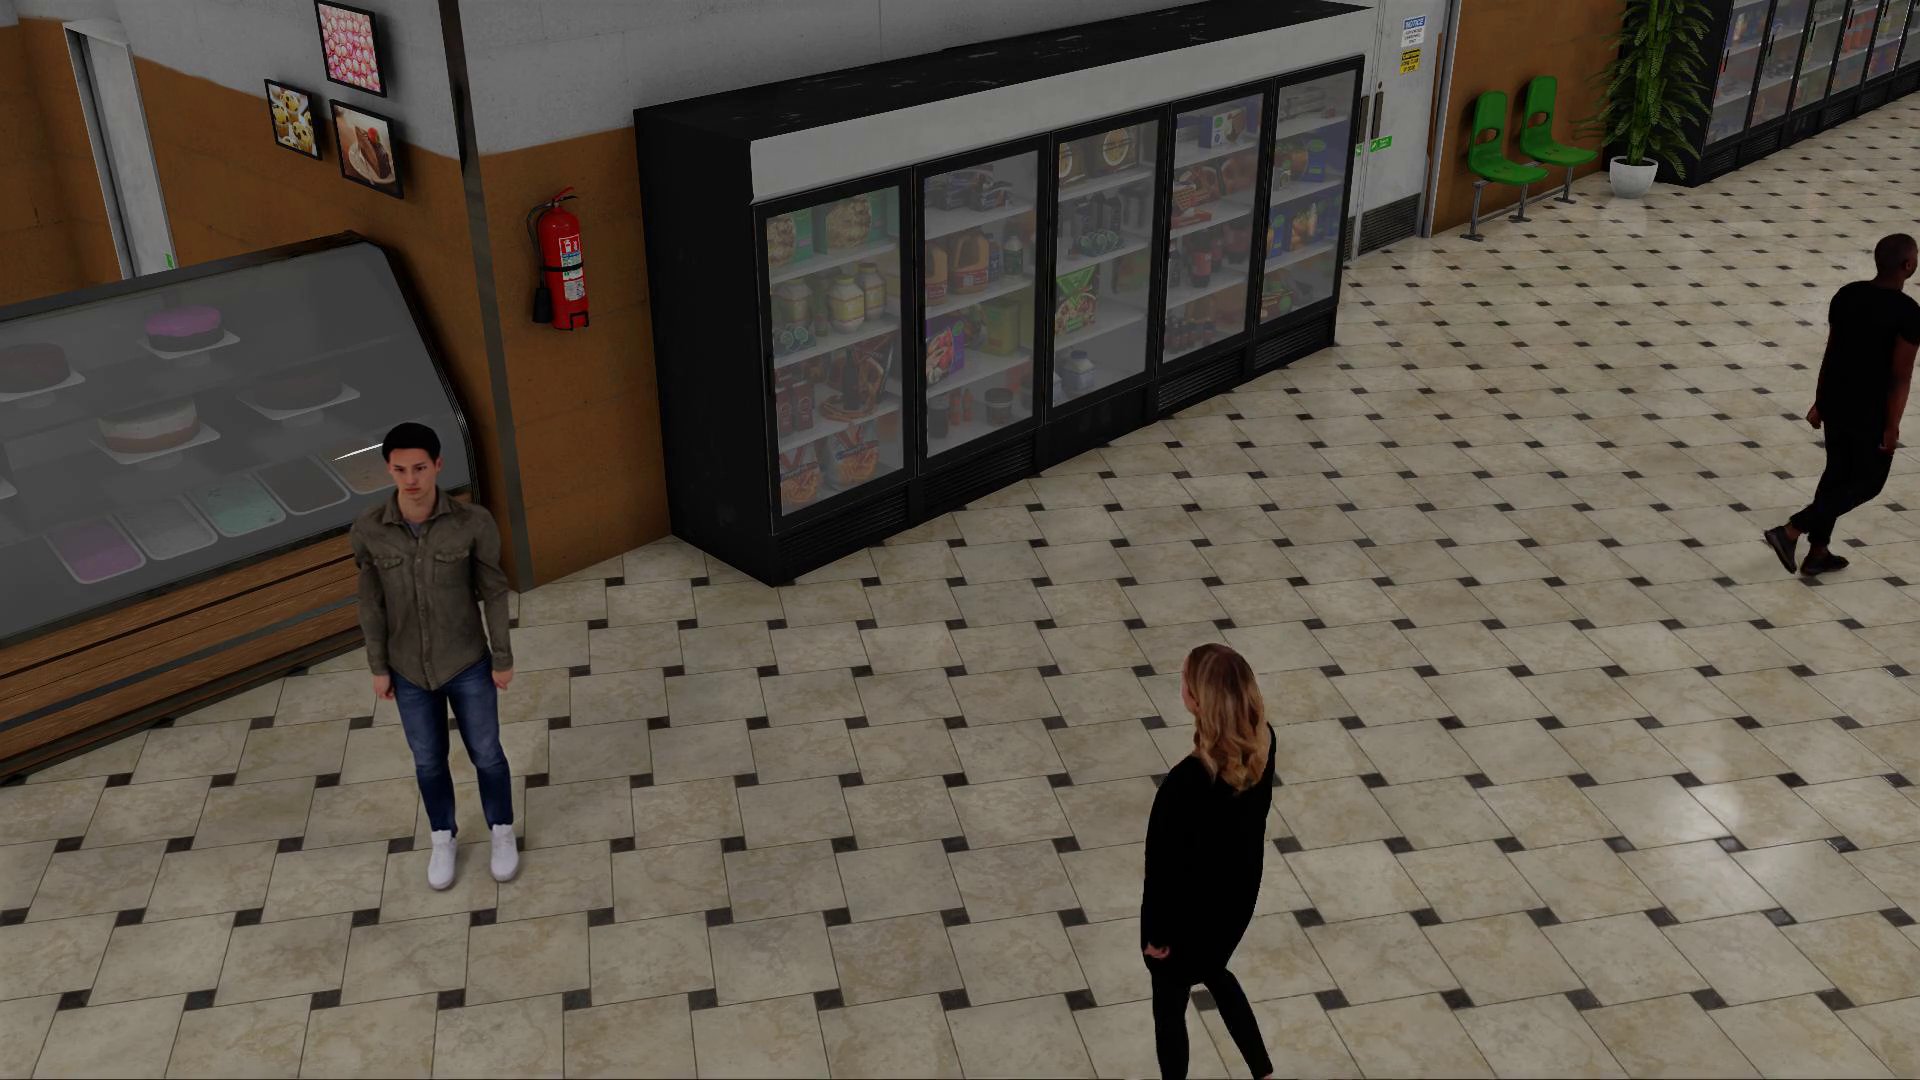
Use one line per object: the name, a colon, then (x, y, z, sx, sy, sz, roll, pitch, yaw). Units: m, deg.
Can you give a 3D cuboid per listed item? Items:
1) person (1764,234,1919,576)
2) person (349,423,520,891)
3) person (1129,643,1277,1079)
person: (4.375, -0.610, 8.234, 0.950, 1.806, 0.946, -8, 28, -16)
person: (-1.908, 0.426, 6.128, 0.777, 1.864, 0.816, -2, 27, -4)
person: (0.778, 1.119, 4.843, 0.636, 1.790, 0.846, -21, 34, -36)
